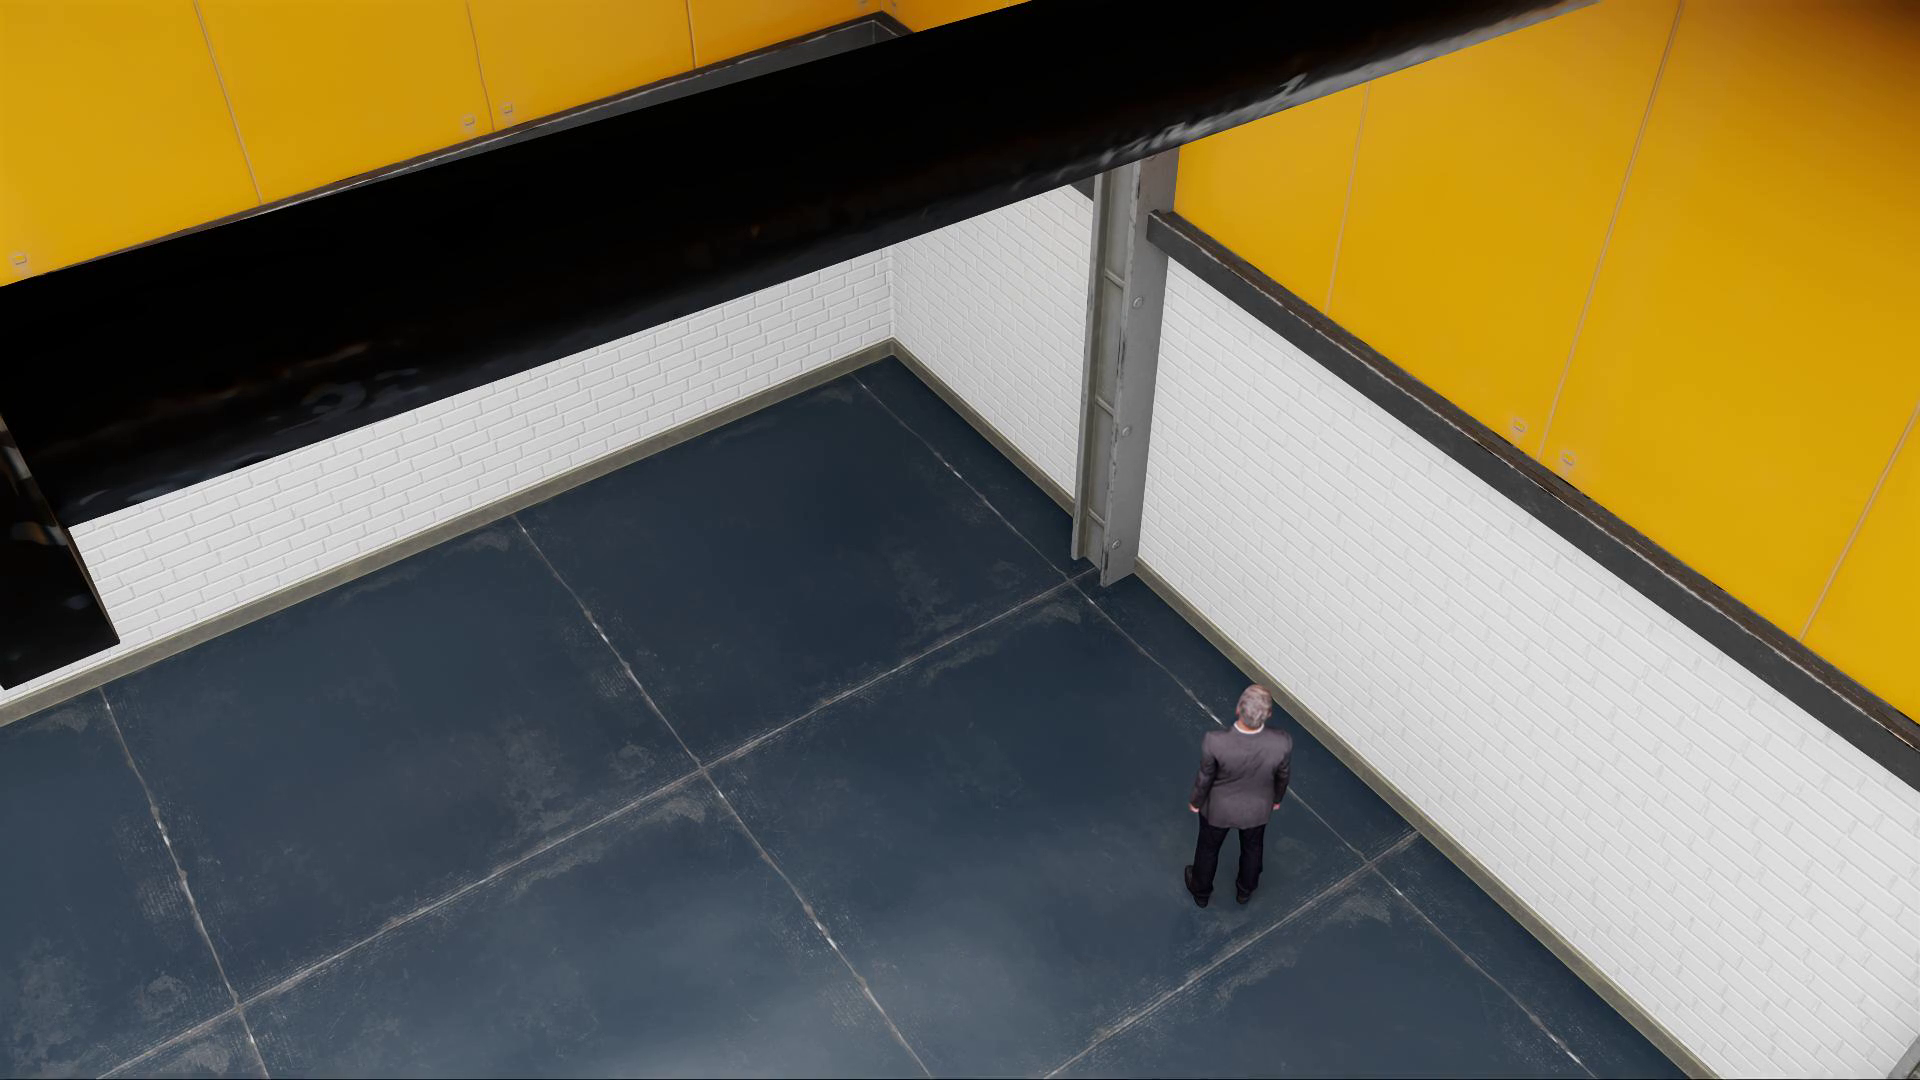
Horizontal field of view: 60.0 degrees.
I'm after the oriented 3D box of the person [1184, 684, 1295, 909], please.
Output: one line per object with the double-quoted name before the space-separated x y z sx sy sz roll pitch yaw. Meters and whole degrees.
"person" 1.572 1.459 9.428 0.805 1.842 0.804 -3 44 -3
